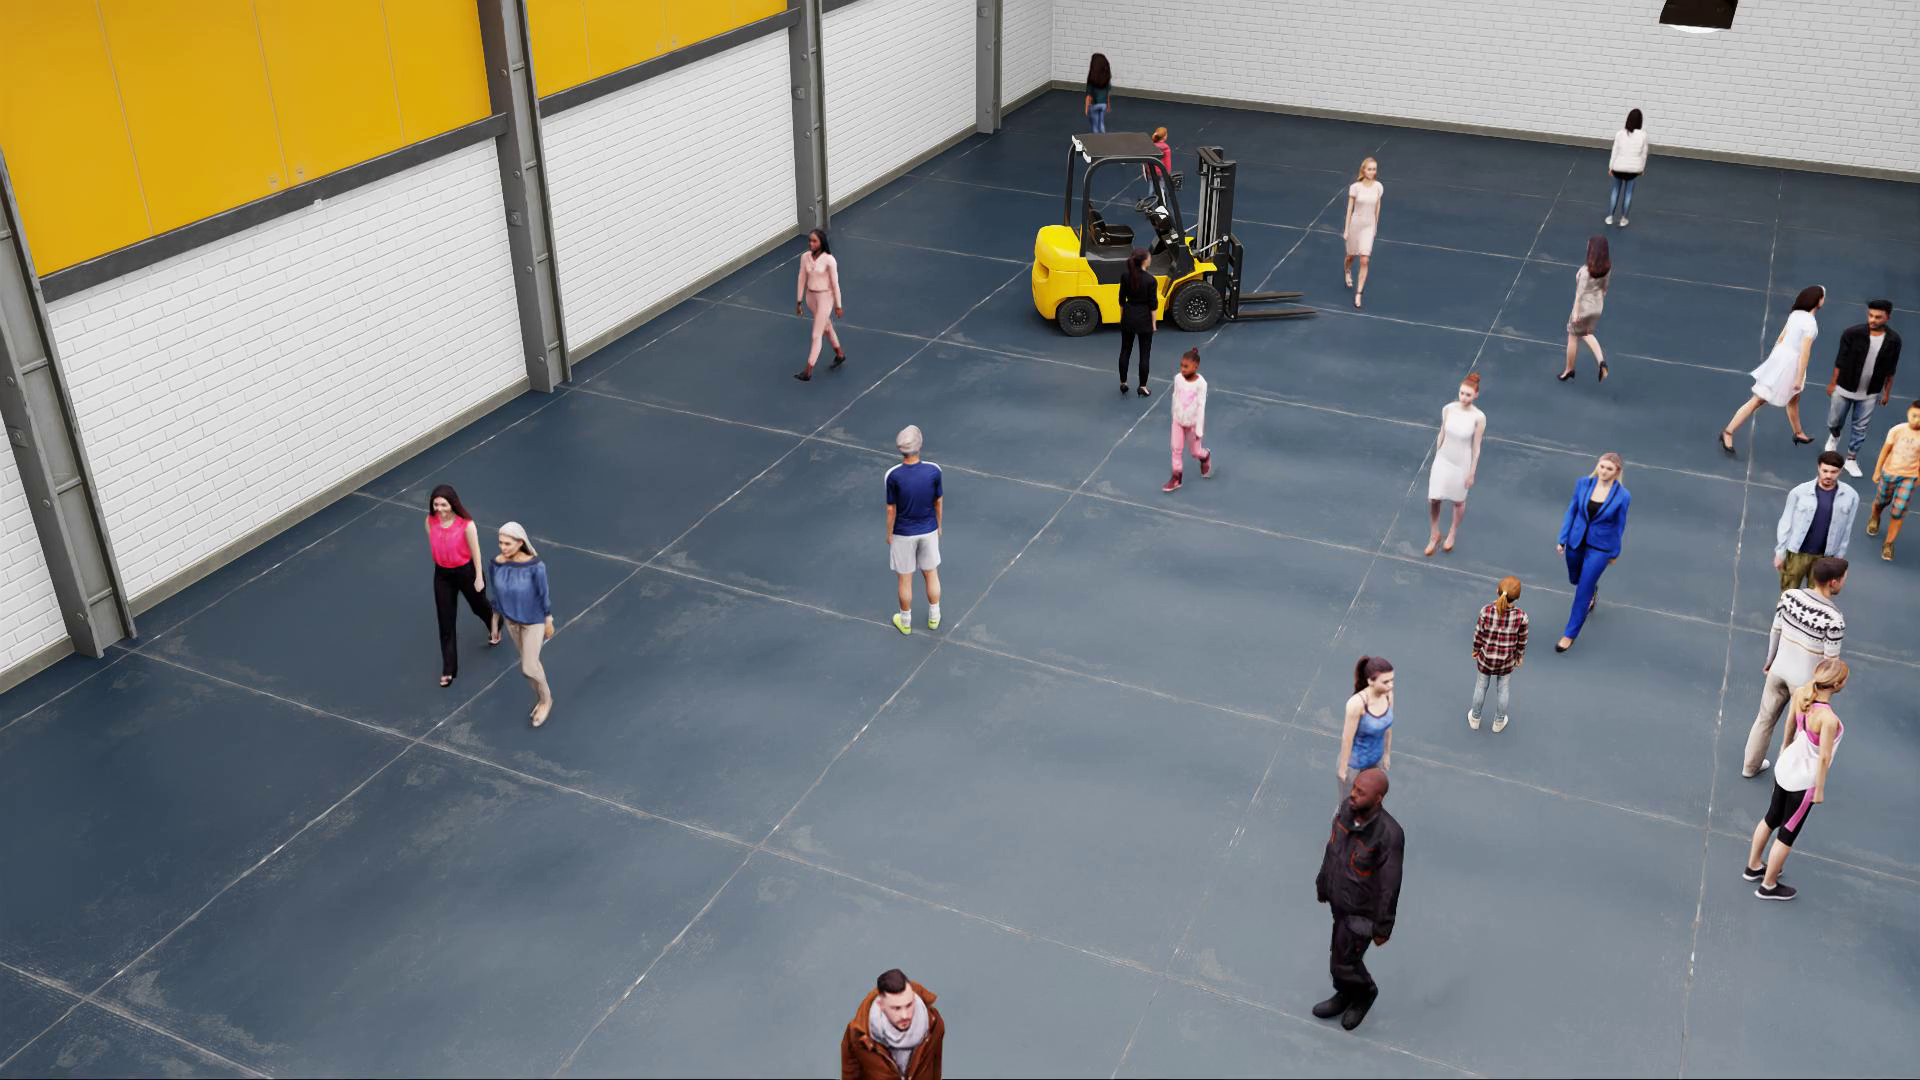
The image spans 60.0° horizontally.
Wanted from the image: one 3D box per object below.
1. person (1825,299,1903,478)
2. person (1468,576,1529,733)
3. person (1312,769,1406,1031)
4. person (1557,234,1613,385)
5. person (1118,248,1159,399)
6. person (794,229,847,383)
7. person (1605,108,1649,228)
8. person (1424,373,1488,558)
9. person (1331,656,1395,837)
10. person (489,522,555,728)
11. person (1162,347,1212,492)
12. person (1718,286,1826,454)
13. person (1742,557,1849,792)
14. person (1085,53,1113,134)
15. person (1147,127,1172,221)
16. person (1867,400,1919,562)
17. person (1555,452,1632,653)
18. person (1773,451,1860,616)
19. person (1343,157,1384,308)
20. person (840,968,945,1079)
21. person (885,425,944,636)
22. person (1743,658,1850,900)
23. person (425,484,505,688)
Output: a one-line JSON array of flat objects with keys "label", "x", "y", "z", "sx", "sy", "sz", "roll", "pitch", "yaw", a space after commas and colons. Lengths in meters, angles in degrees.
[{"label": "person", "x": 8.859, "y": -1.568, "z": 16.429, "sx": 0.775, "sy": 1.795, "sz": 0.859, "roll": 6, "pitch": 29, "yaw": 12}, {"label": "person", "x": 4.041, "y": 0.853, "z": 12.503, "sx": 0.550, "sy": 1.305, "sz": 0.525, "roll": 9, "pitch": 30, "yaw": 16}, {"label": "person", "x": 2.411, "y": 2.074, "z": 9.733, "sx": 0.912, "sy": 1.814, "sz": 0.865, "roll": -13, "pitch": 31, "yaw": -22}, {"label": "person", "x": 6.903, "y": -2.470, "z": 18.148, "sx": 0.928, "sy": 1.732, "sz": 0.946, "roll": -14, "pitch": 32, "yaw": -25}, {"label": "person", "x": 1.913, "y": -2.351, "z": 18.006, "sx": 0.617, "sy": 1.659, "sz": 0.567, "roll": 16, "pitch": 32, "yaw": 26}, {"label": "person", "x": -1.501, "y": -2.630, "z": 18.507, "sx": 0.765, "sy": 1.669, "sz": 1.192, "roll": 18, "pitch": 33, "yaw": 30}, {"label": "person", "x": 9.345, "y": -5.220, "z": 23.288, "sx": 0.611, "sy": 1.638, "sz": 0.529, "roll": 12, "pitch": 31, "yaw": 21}, {"label": "person", "x": 4.459, "y": -0.675, "z": 14.813, "sx": 0.678, "sy": 1.774, "sz": 0.748, "roll": 21, "pitch": 35, "yaw": 34}, {"label": "person", "x": 2.677, "y": 1.462, "z": 11.071, "sx": 0.627, "sy": 1.606, "sz": 0.712, "roll": -16, "pitch": 32, "yaw": -27}, {"label": "person", "x": -3.244, "y": 0.589, "z": 12.591, "sx": 0.630, "sy": 1.683, "sz": 0.640, "roll": 10, "pitch": 30, "yaw": 18}, {"label": "person", "x": 2.244, "y": -1.177, "z": 16.094, "sx": 0.670, "sy": 1.429, "sz": 0.909, "roll": 21, "pitch": 35, "yaw": 34}, {"label": "person", "x": 8.151, "y": -1.646, "z": 16.628, "sx": 1.064, "sy": 1.740, "sz": 1.277, "roll": 3, "pitch": 29, "yaw": 6}, {"label": "person", "x": 5.910, "y": 0.955, "z": 11.737, "sx": 0.802, "sy": 1.859, "sz": 0.767, "roll": -13, "pitch": 31, "yaw": -22}, {"label": "person", "x": 2.228, "y": -6.876, "z": 26.354, "sx": 0.732, "sy": 1.608, "sz": 0.798, "roll": -13, "pitch": 31, "yaw": -23}, {"label": "person", "x": 2.807, "y": -5.196, "z": 23.578, "sx": 0.547, "sy": 1.317, "sz": 0.521, "roll": 18, "pitch": 34, "yaw": 30}, {"label": "person", "x": 8.491, "y": -0.610, "z": 15.047, "sx": 0.532, "sy": 1.436, "sz": 0.971, "roll": 13, "pitch": 31, "yaw": 22}, {"label": "person", "x": 5.177, "y": 0.036, "z": 13.613, "sx": 0.828, "sy": 1.675, "sz": 1.168, "roll": 22, "pitch": 36, "yaw": 35}, {"label": "person", "x": 6.828, "y": 0.085, "z": 13.400, "sx": 0.725, "sy": 1.793, "sz": 0.672, "roll": 8, "pitch": 30, "yaw": 15}, {"label": "person", "x": 4.940, "y": -3.844, "z": 20.603, "sx": 0.869, "sy": 1.793, "sz": 1.195, "roll": 2, "pitch": 29, "yaw": 3}, {"label": "person", "x": -0.379, "y": 2.832, "z": 8.352, "sx": 1.136, "sy": 1.805, "sz": 1.229, "roll": -8, "pitch": 30, "yaw": -14}, {"label": "person", "x": -0.370, "y": -0.076, "z": 13.655, "sx": 0.720, "sy": 1.833, "sz": 0.763, "roll": -7, "pitch": 29, "yaw": -13}, {"label": "person", "x": 5.403, "y": 1.535, "z": 10.749, "sx": 0.738, "sy": 1.786, "sz": 0.615, "roll": -2, "pitch": 29, "yaw": -4}, {"label": "person", "x": -3.940, "y": 0.281, "z": 13.223, "sx": 0.812, "sy": 1.619, "sz": 1.169, "roll": 3, "pitch": 29, "yaw": 6}]
